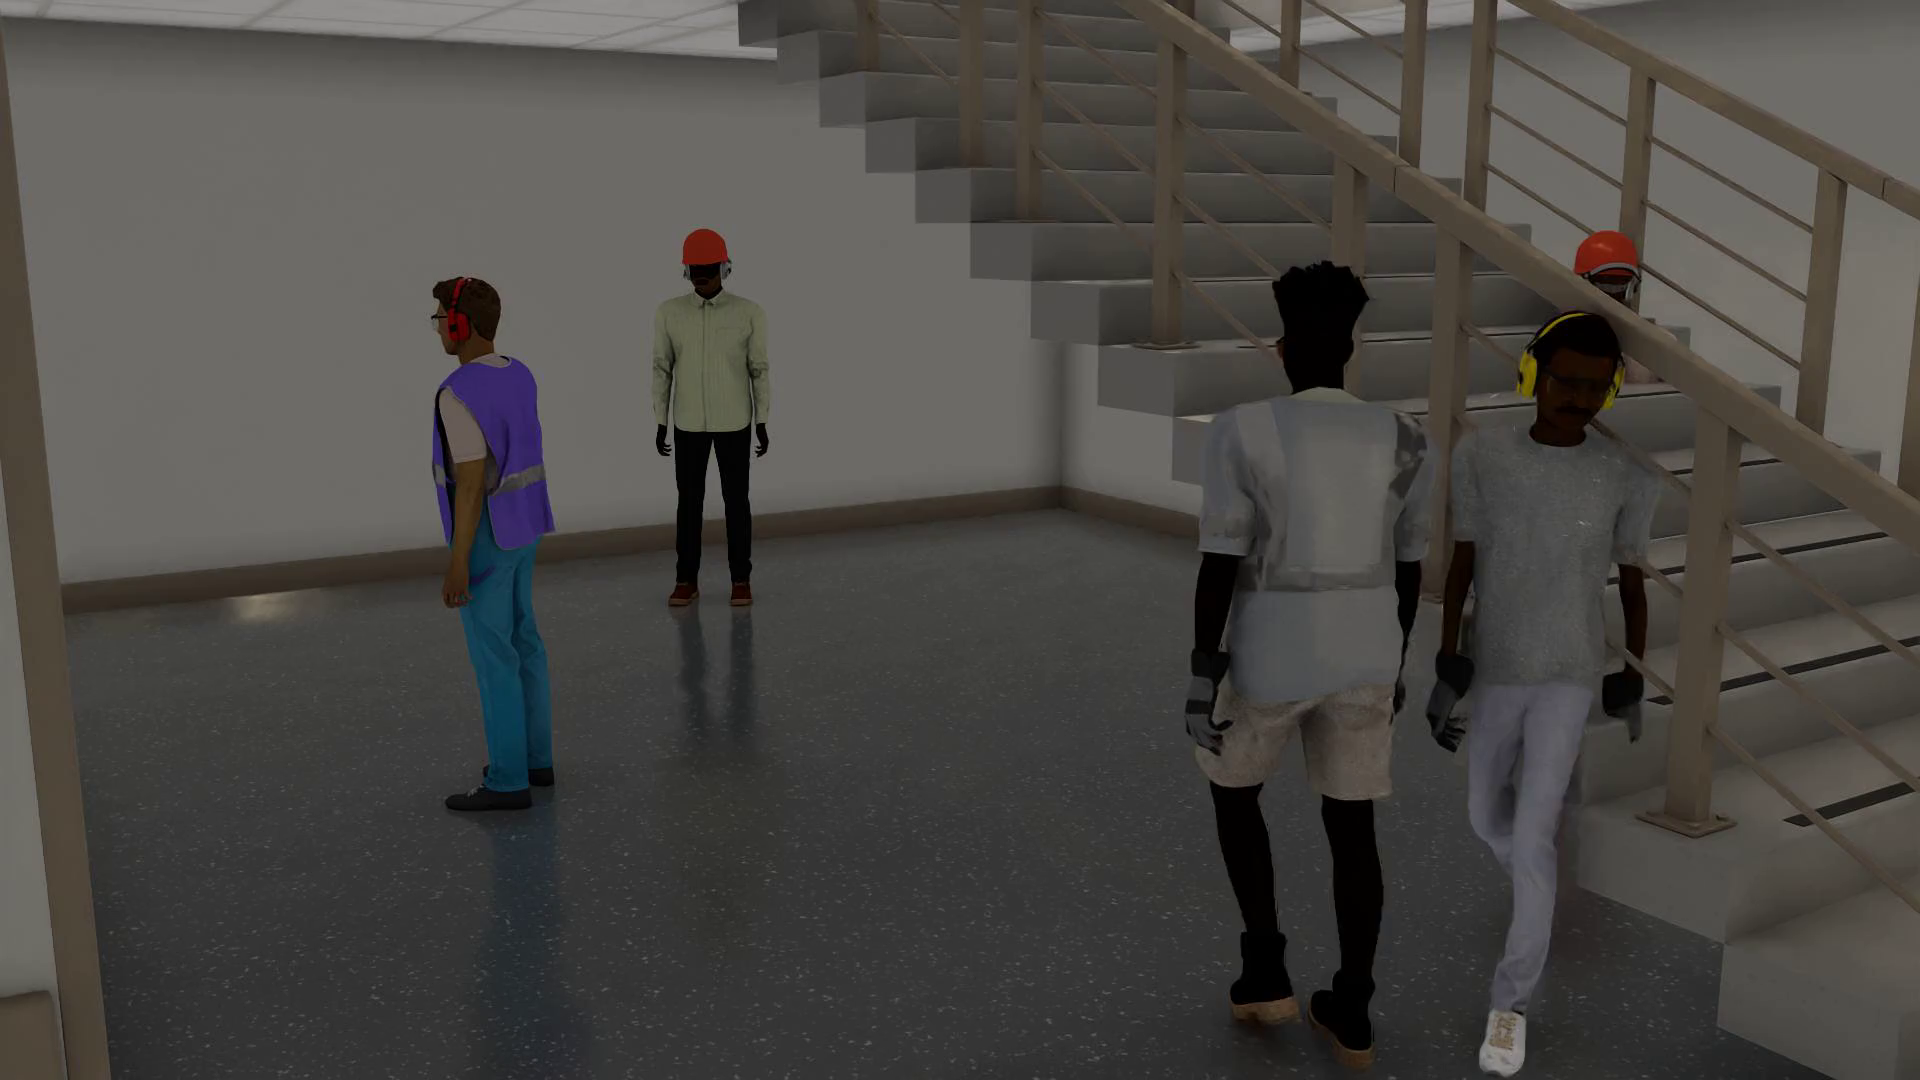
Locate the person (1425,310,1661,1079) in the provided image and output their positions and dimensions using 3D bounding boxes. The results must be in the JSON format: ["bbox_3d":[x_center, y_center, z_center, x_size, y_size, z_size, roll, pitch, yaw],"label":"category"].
[{"bbox_3d":[1.465,0.333,4.201,0.504,1.821,0.852,6,12,30],"label":"person"}]

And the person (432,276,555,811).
[{"bbox_3d":[-1.605,0.020,5.755,0.373,1.843,0.572,2,11,8],"label":"person"}]

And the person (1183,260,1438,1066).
[{"bbox_3d":[0.844,0.297,4.067,0.660,1.926,0.544,-2,11,-10],"label":"person"}]

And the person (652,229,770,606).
[{"bbox_3d":[-1.313,-0.631,8.779,0.623,1.992,0.396,0,11,-1],"label":"person"}]

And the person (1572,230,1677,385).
[{"bbox_3d":[2.491,-0.208,6.557,0.622,1.992,0.394,-2,11,-8],"label":"person"}]
